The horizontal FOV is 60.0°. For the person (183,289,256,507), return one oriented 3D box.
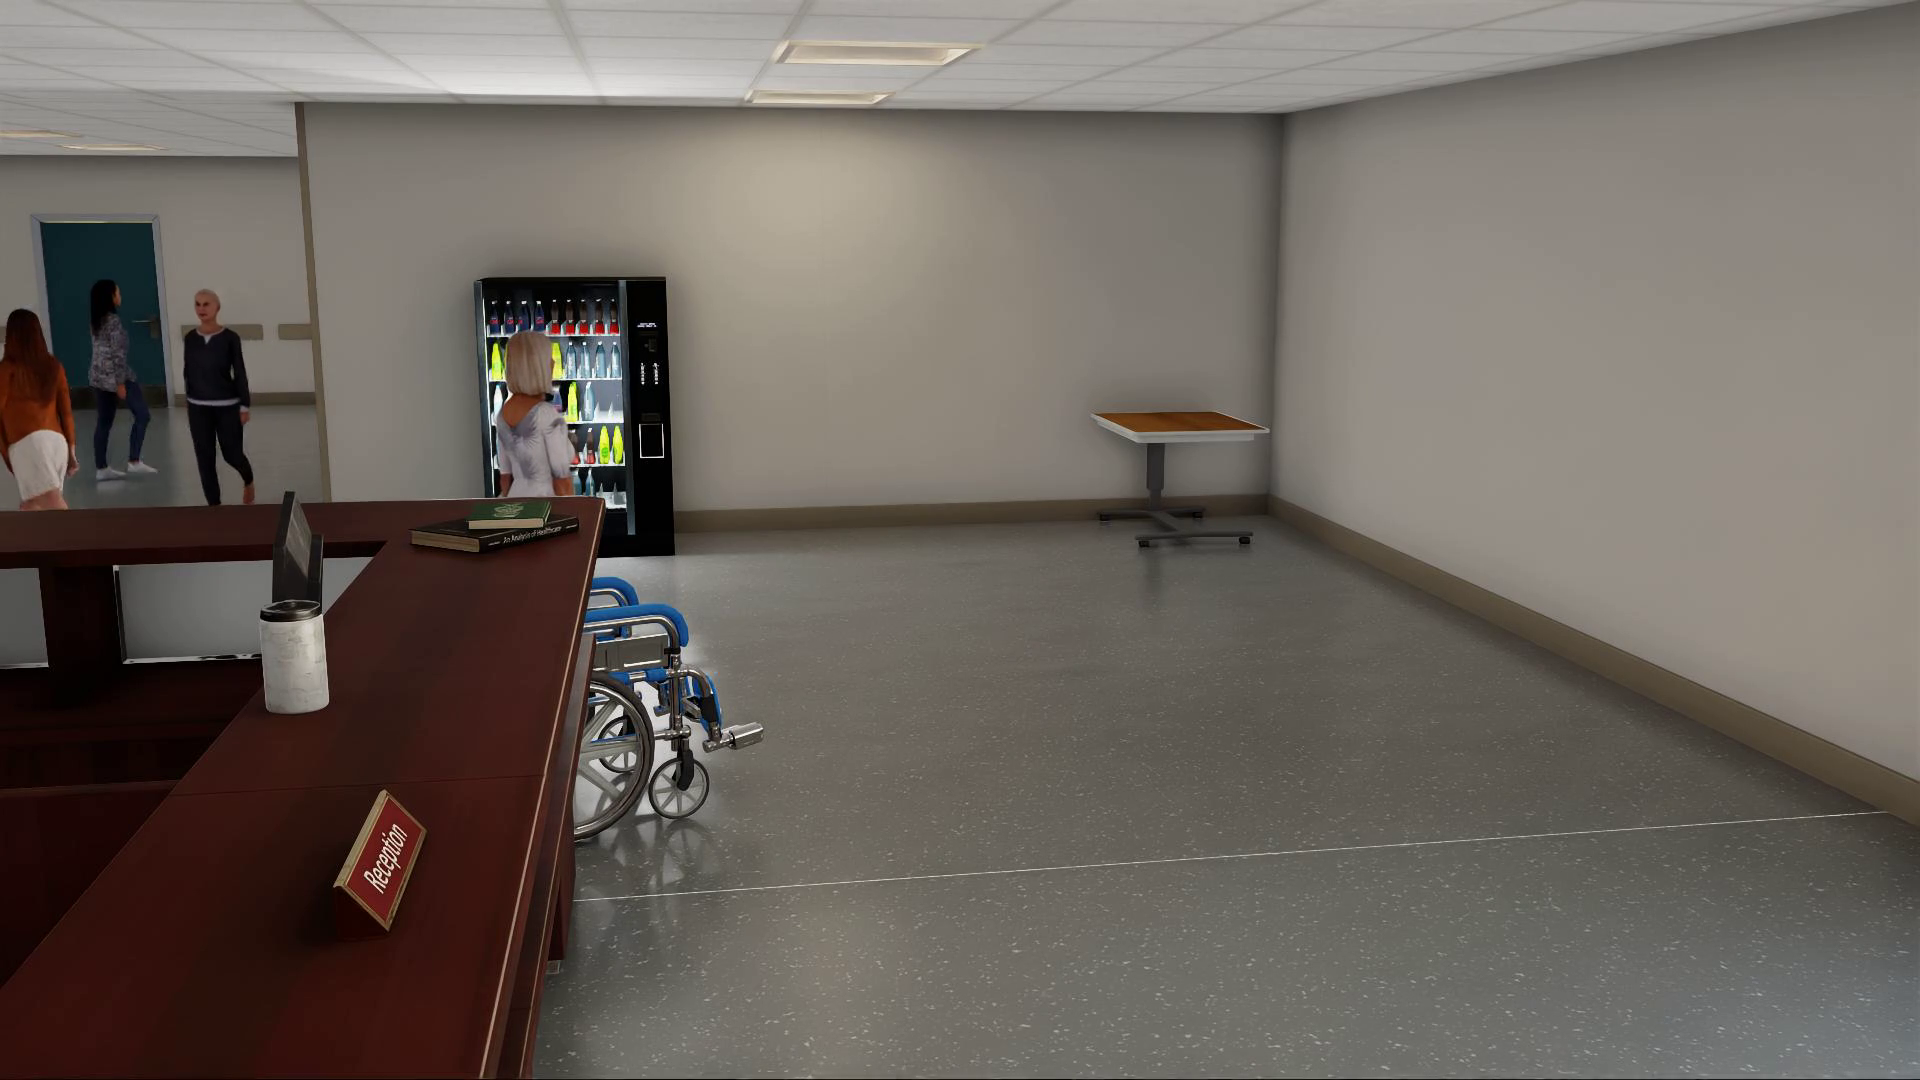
[{"bbox_3d":[-5.575,-1.019,12.500,0.816,1.713,0.731,-1,11,-3],"label":"person"}]

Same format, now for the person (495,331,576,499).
[{"bbox_3d":[-1.816,-0.028,7.175,0.634,1.752,0.697,7,13,33],"label":"person"}]

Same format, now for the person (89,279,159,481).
[{"bbox_3d":[-7.375,-1.362,14.302,0.827,1.715,0.888,7,13,32],"label":"person"}]

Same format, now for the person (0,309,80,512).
[{"bbox_3d":[-5.317,-0.464,9.706,1.192,1.664,0.926,3,11,17],"label":"person"}]
